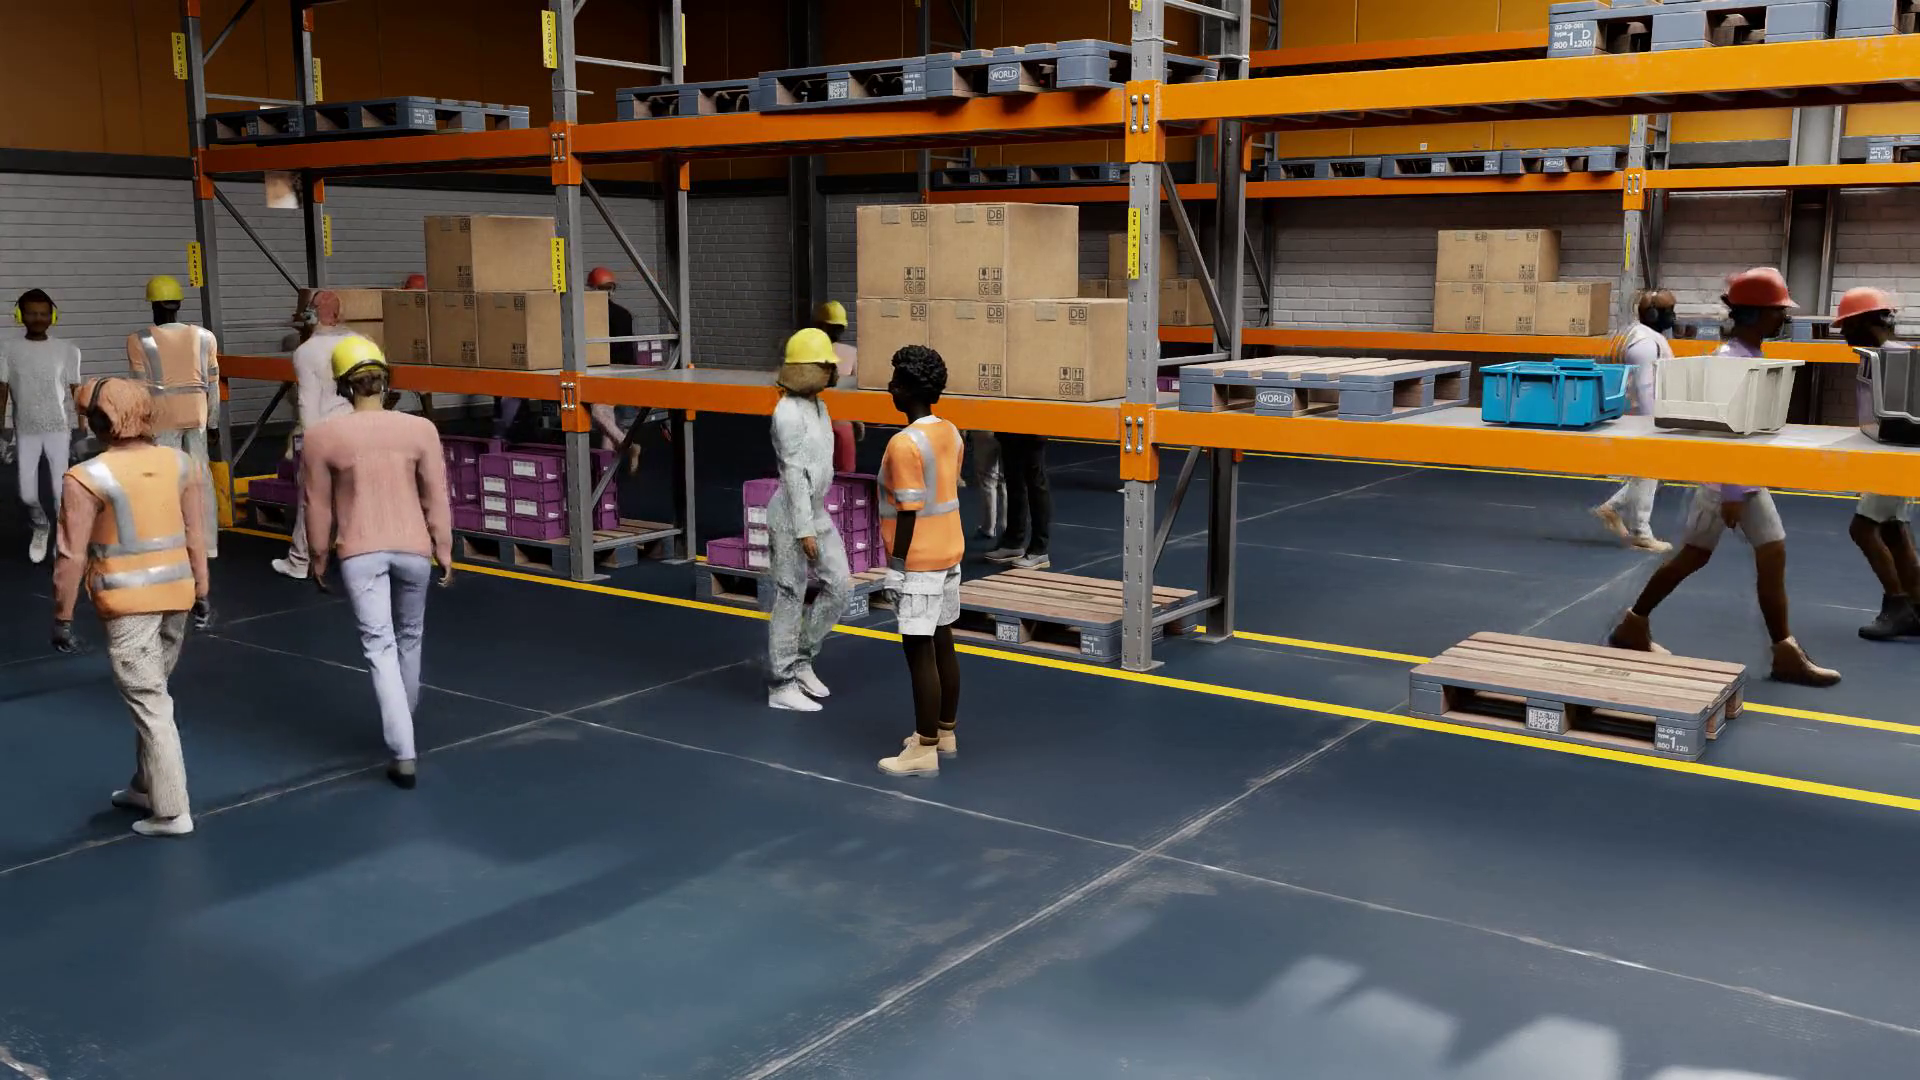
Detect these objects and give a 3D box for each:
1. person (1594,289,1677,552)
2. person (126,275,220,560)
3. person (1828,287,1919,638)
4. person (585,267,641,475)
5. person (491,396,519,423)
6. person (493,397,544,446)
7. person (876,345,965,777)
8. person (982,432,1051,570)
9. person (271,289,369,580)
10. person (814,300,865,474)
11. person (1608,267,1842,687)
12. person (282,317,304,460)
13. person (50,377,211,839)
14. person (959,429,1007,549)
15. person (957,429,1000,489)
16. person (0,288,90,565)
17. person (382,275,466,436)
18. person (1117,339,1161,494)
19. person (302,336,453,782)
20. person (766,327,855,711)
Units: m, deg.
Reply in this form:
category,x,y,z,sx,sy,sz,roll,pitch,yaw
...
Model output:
category,x,y,z,sx,sy,sz,roll,pitch,yaw
person,4.773,-0.825,11.586,0.476,1.827,0.632,6,11,30
person,-5.228,-0.793,11.093,0.359,1.930,0.587,8,12,39
person,4.961,-0.407,8.934,0.621,1.881,0.581,3,10,17
person,-3.268,-1.552,15.497,0.801,1.975,0.617,7,12,37
person,-5.635,-2.422,20.856,0.624,1.921,0.445,2,10,13
person,-4.878,-1.953,18.222,0.624,1.861,0.945,5,11,29
person,-0.156,0.084,6.564,0.319,1.697,0.532,3,10,19
person,0.401,-0.799,10.927,0.378,1.996,0.611,-5,11,-30
person,-3.891,-0.630,10.403,1.047,1.850,0.653,6,11,31
person,-0.970,-0.856,12.002,0.540,1.744,0.568,-5,11,-28
person,3.735,-0.321,8.082,1.056,1.999,0.619,8,13,40
person,-6.075,-1.369,15.492,0.520,1.596,0.644,2,10,9
person,-2.966,0.238,5.847,0.632,1.615,0.532,4,10,21
person,0.241,-0.743,11.810,0.529,1.587,0.856,-1,10,-6
person,0.120,-1.329,14.655,0.633,1.807,0.885,-5,11,-27
person,-5.908,-0.688,10.707,0.538,1.851,0.535,-5,11,-27
person,-5.844,-1.882,17.756,1.012,1.864,0.635,-8,12,-40
person,1.567,-1.211,14.446,0.308,1.640,0.511,6,11,34
person,-2.325,0.057,6.636,0.534,1.714,0.890,-6,11,-31
person,-0.699,-0.079,7.450,0.407,1.733,0.491,4,10,20
